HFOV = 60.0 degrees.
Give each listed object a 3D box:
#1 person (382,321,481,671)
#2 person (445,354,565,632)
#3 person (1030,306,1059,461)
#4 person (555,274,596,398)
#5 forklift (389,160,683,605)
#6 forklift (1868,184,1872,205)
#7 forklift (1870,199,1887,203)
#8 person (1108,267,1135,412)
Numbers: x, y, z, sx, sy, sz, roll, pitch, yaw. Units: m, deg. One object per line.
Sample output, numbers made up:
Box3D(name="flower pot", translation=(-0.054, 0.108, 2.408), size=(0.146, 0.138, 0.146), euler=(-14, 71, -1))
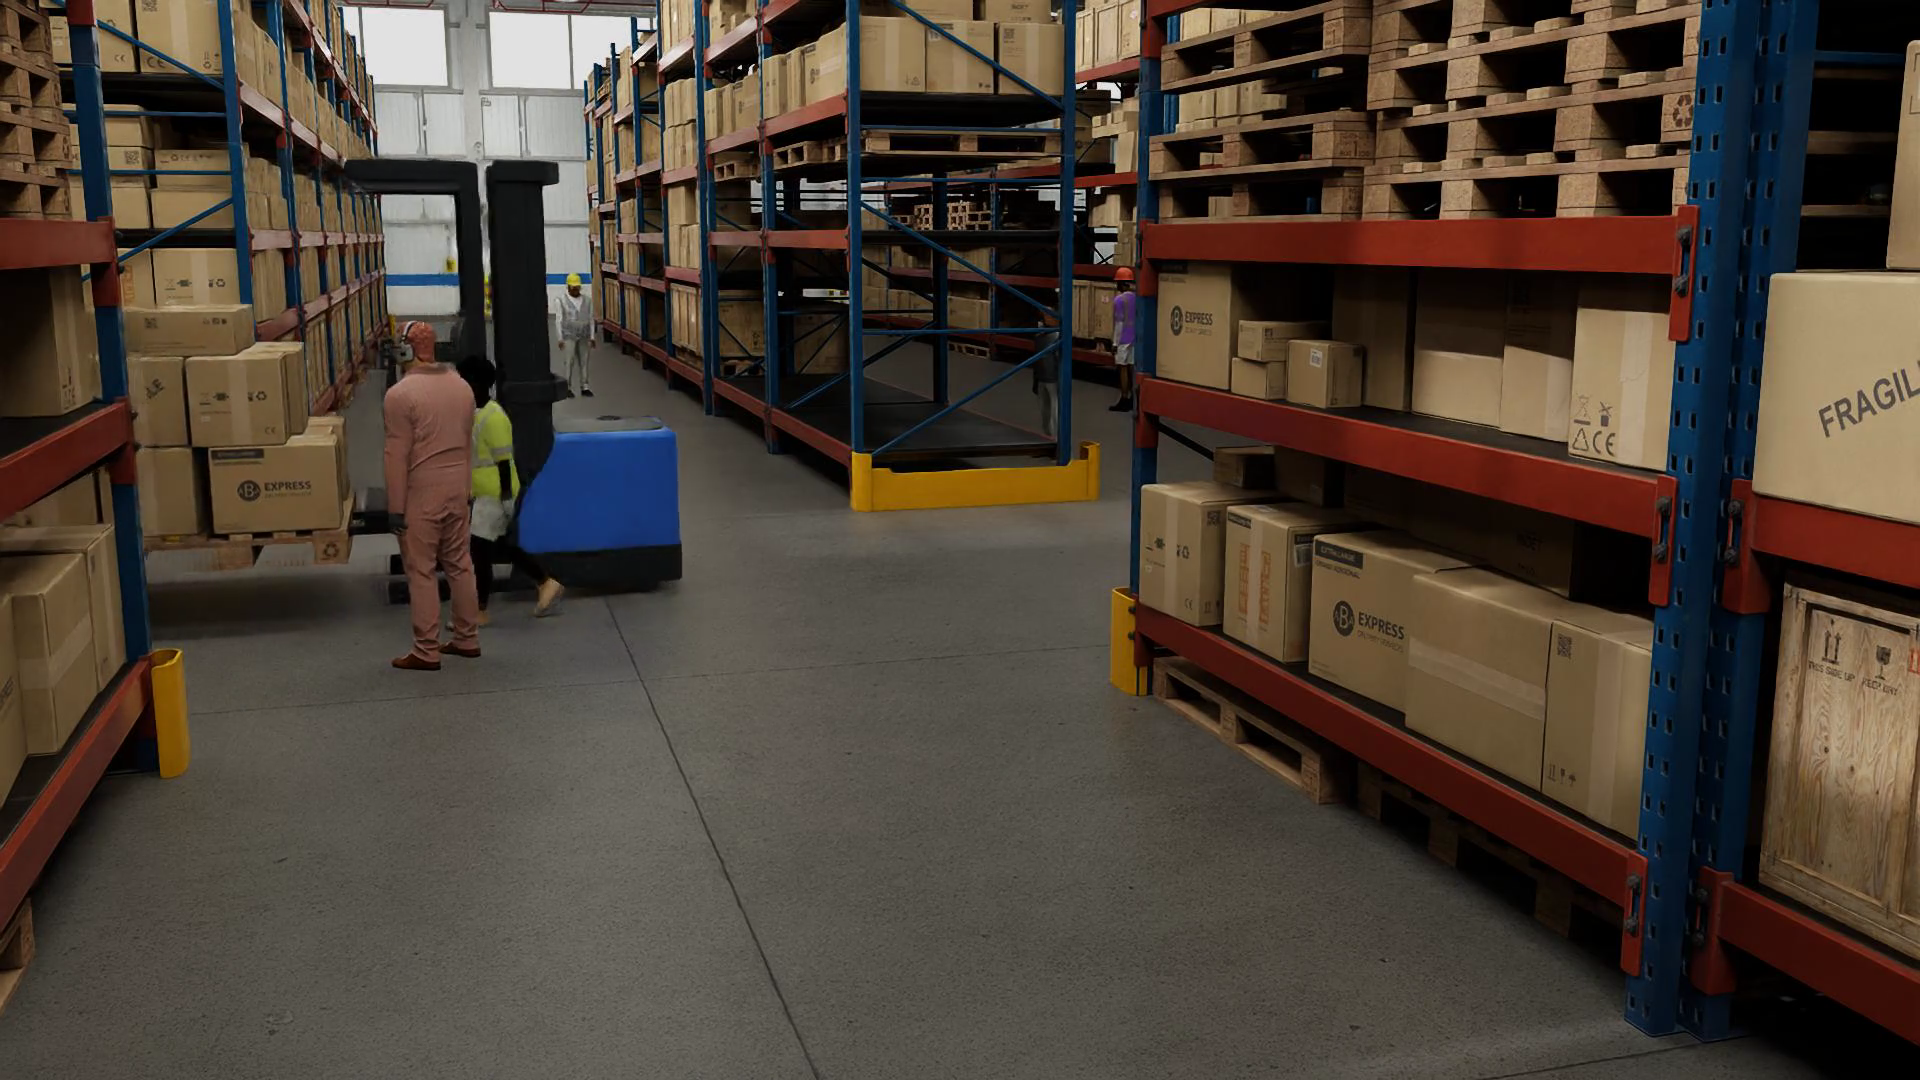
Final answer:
Box3D(name="person", translation=(-2.917, -0.241, 9.100), size=(0.399, 1.899, 0.651), euler=(5, 11, 24))
Box3D(name="person", translation=(-2.760, -0.298, 10.035), size=(0.720, 1.664, 0.534), euler=(-6, 12, -29))
Box3D(name="person", translation=(0.937, -1.648, 17.556), size=(0.289, 1.627, 0.498), euler=(-7, 12, -33))
Box3D(name="person", translation=(-5.604, -2.974, 24.327), size=(0.594, 1.811, 0.466), euler=(-6, 12, -31))
Box3D(name="forklift", translation=(-2.884, -1.092, 11.055), size=(1.873, 2.768, 1.129), euler=(-3, 11, -18))
Box3D(name="forklift", translation=(5.271, -0.808, 9.501), size=(1.129, 2.768, 1.873), euler=(-3, 11, -17))
Box3D(name="forklift", translation=(11.338, -2.915, 21.052), size=(1.129, 2.768, 1.873), euler=(-3, 11, -17))
Box3D(name="person", translation=(2.219, -2.699, 22.449), size=(0.363, 1.939, 0.542), euler=(8, 13, 39))
